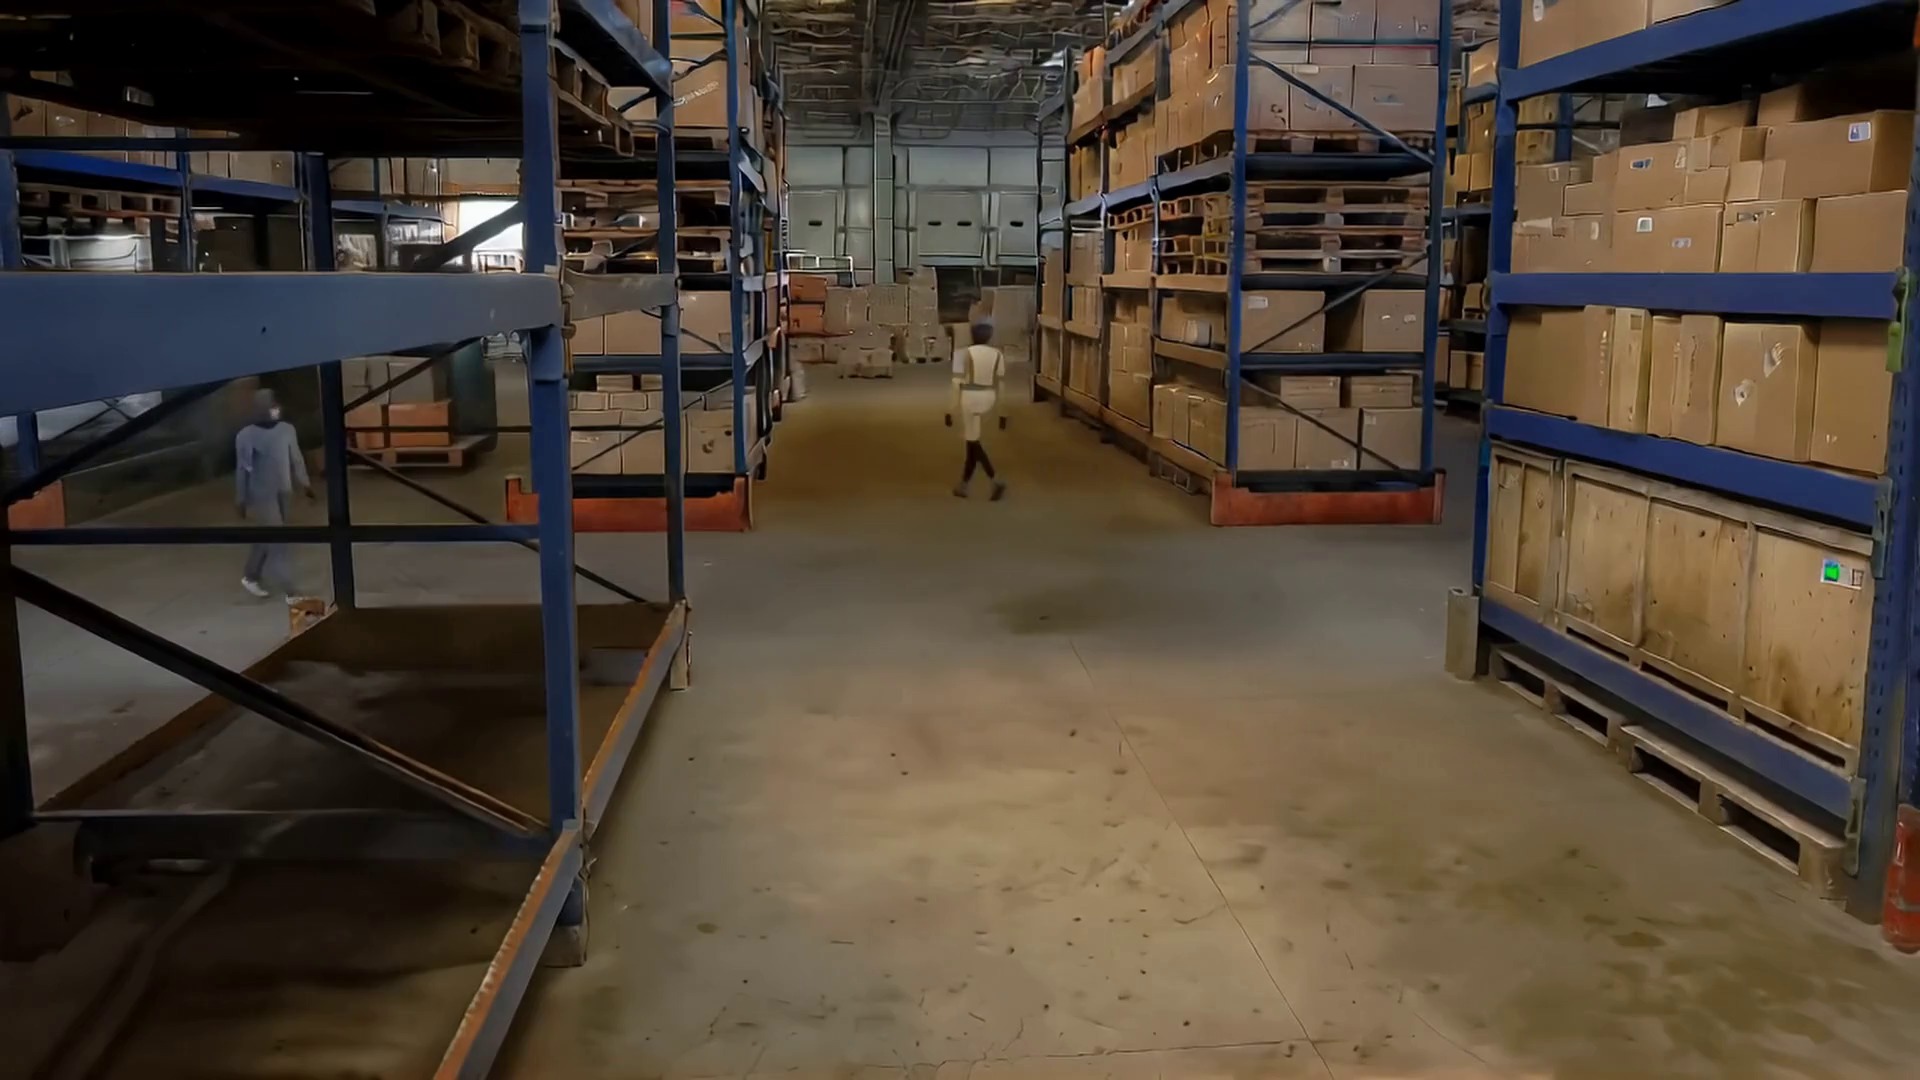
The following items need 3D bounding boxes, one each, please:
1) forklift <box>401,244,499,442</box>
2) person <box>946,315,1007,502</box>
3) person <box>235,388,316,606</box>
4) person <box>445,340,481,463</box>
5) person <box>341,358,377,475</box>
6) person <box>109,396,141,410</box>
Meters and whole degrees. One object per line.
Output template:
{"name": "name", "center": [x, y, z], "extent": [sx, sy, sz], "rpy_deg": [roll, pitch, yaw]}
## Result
{"name": "forklift", "center": [-7.078, -2.652, 22.782], "extent": [1.129, 2.768, 1.873], "rpy_deg": [-1, 9, -4]}
{"name": "person", "center": [0.225, -1.400, 17.746], "extent": [0.653, 1.982, 0.977], "rpy_deg": [-6, 11, -31]}
{"name": "person", "center": [-5.073, -0.326, 12.194], "extent": [0.821, 1.599, 0.506], "rpy_deg": [5, 10, 26]}
{"name": "person", "center": [-6.434, -1.937, 21.463], "extent": [0.398, 1.878, 0.779], "rpy_deg": [1, 9, 4]}
{"name": "person", "center": [-7.302, -1.627, 20.048], "extent": [0.540, 1.695, 0.317], "rpy_deg": [-6, 11, -32]}
{"name": "person", "center": [-14.955, -3.334, 29.694], "extent": [0.537, 2.000, 0.689], "rpy_deg": [4, 10, 25]}
